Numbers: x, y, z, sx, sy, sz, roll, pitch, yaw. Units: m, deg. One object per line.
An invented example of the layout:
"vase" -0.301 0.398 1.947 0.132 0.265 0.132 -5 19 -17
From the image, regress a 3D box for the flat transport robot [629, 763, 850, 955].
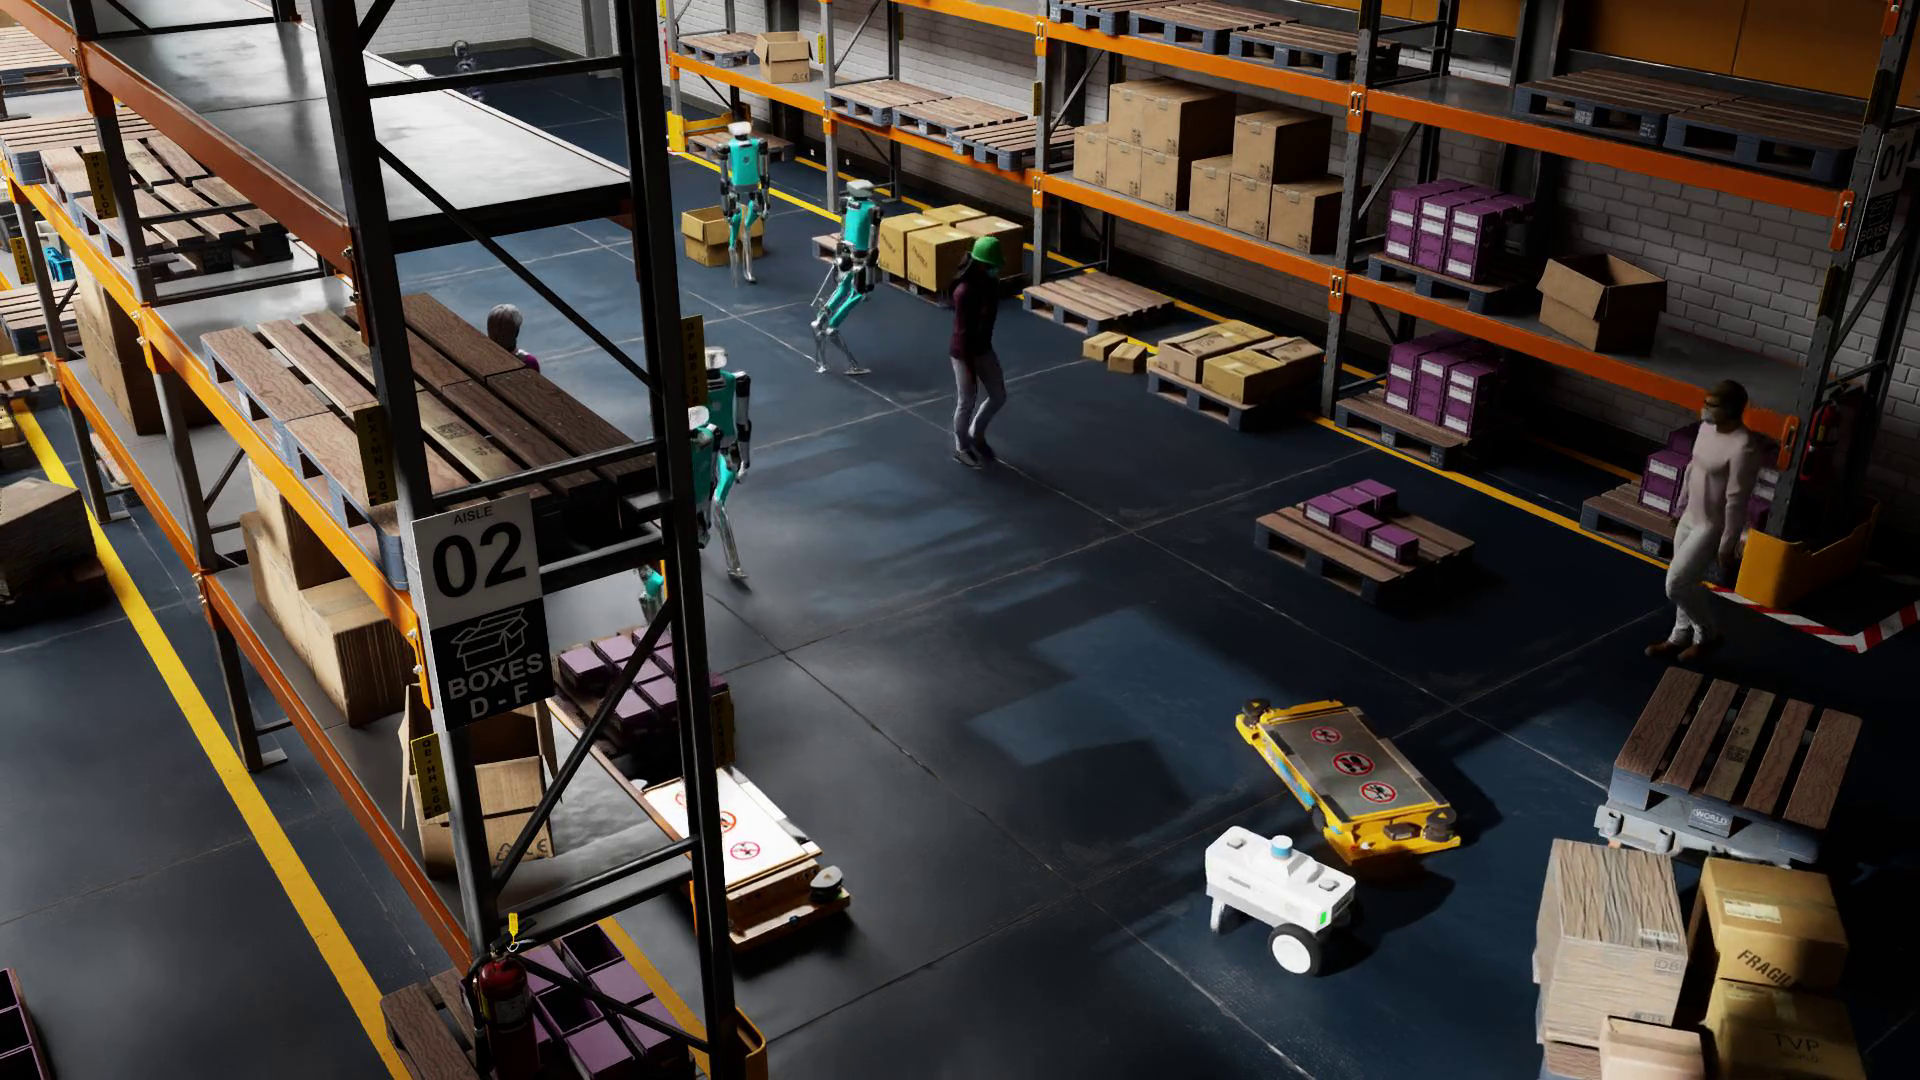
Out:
"flat transport robot" -1.233 1.617 8.771 0.659 0.231 1.431 -18 32 -31

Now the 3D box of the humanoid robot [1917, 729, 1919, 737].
"humanoid robot" 6.054 0.501 9.455 0.683 1.635 0.598 17 31 30

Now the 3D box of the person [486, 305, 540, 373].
"person" -3.111 -0.779 11.780 0.506 1.847 0.340 7 27 13

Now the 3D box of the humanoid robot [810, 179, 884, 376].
"humanoid robot" -1.092 -2.292 14.929 0.799 1.787 0.530 -21 34 -36

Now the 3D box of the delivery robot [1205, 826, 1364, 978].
"delivery robot" 1.585 1.749 8.199 0.774 0.602 0.525 21 33 35

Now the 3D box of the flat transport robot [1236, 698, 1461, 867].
"flat transport robot" 2.160 1.309 9.383 0.659 0.231 1.431 -8 28 -15

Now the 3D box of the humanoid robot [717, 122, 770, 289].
"humanoid robot" -2.293 -3.463 17.329 0.541 1.865 0.737 -12 29 -23

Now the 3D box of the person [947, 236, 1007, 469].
"person" 0.137 -1.463 13.066 0.489 1.923 0.497 23 35 38

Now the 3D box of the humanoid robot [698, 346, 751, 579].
"humanoid robot" -1.779 -0.611 11.588 0.536 1.750 0.986 -10 29 -20

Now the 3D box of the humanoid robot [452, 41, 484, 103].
"humanoid robot" -6.381 -5.692 21.744 0.480 1.640 0.589 -8 28 -16

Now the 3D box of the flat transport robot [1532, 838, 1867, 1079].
"flat transport robot" 3.130 2.367 7.278 0.659 0.231 1.431 7 28 13

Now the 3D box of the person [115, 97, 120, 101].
"person" -10.405 -5.165 20.357 0.402 1.986 0.620 -14 30 -25

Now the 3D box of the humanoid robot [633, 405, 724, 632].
"humanoid robot" -1.892 -0.019 10.525 0.845 1.870 0.530 14 30 26

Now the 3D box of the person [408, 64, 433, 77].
"person" -6.406 -4.763 19.820 0.498 1.732 0.762 -11 29 -21

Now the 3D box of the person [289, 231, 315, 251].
"person" -6.047 -2.456 15.361 0.288 1.628 0.498 3 27 7

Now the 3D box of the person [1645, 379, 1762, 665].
"person" 4.593 -0.080 10.309 0.448 1.918 0.639 1 27 2
